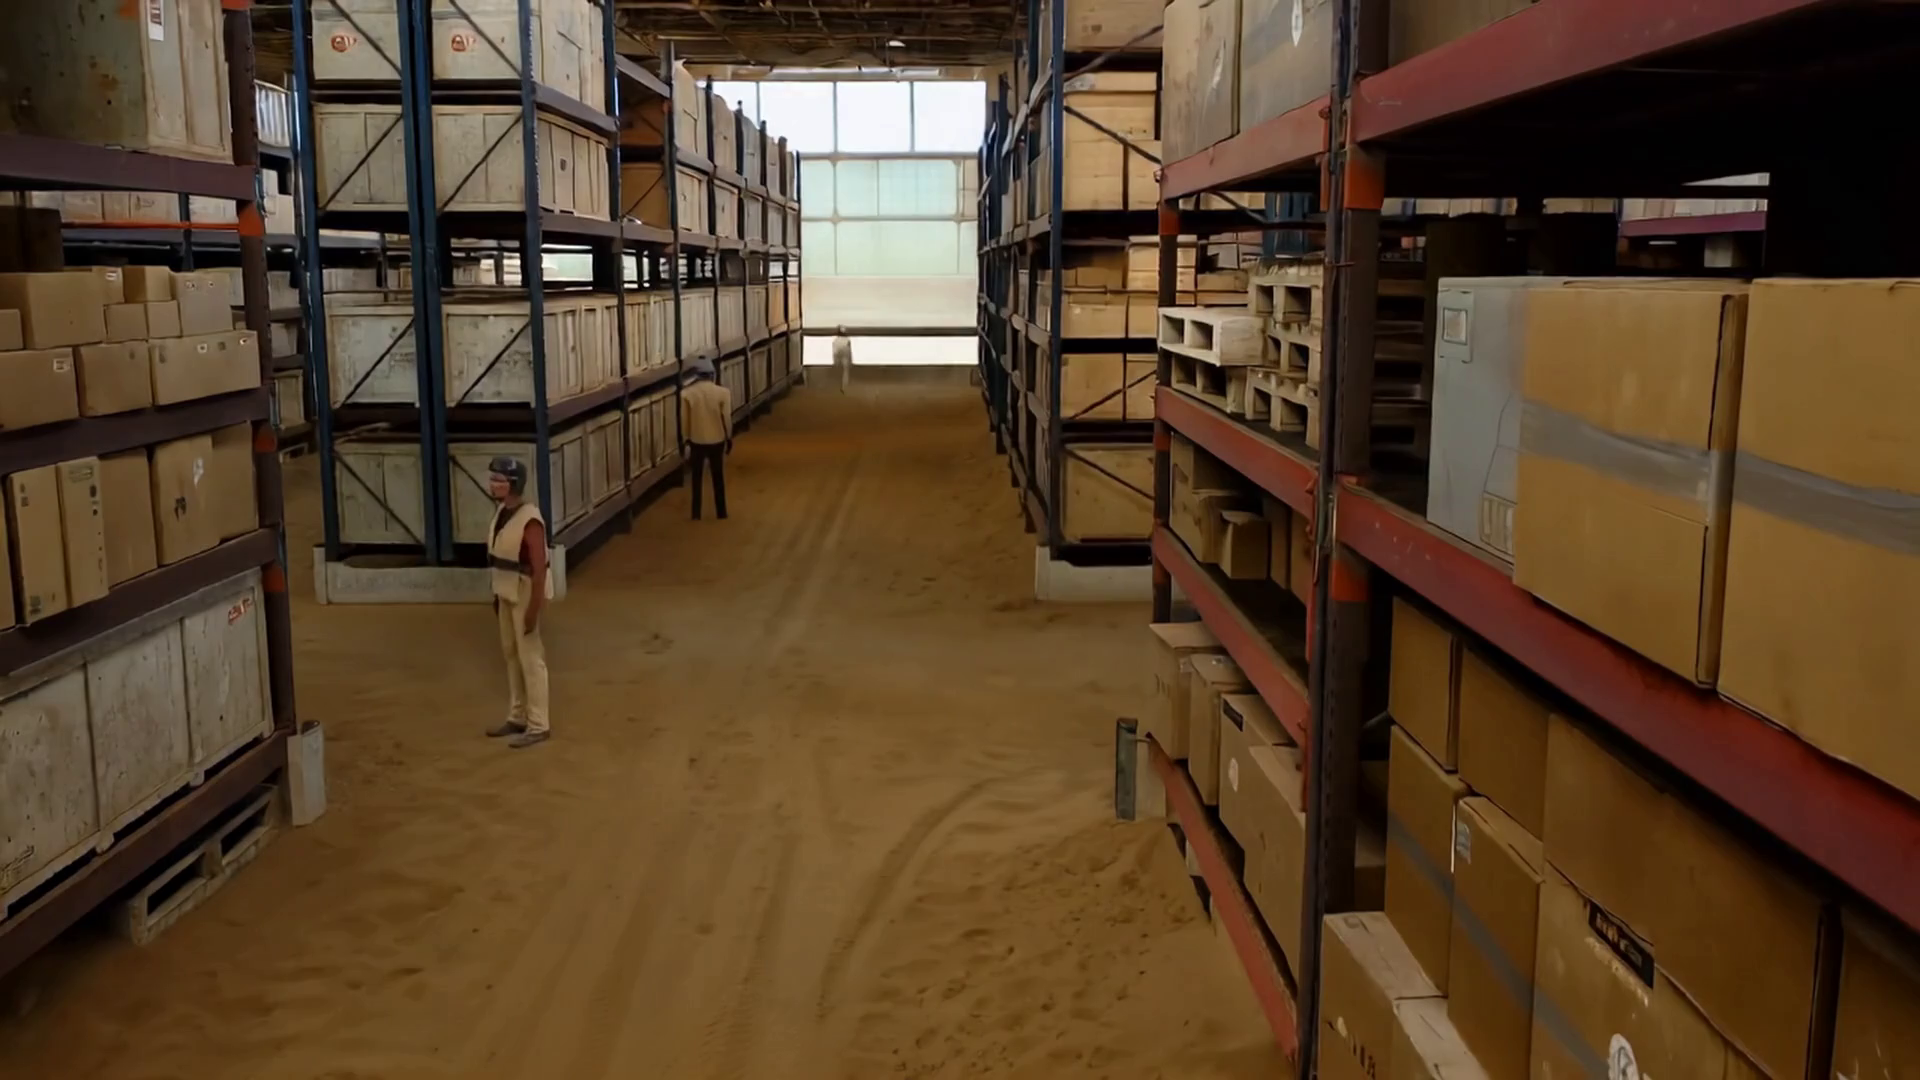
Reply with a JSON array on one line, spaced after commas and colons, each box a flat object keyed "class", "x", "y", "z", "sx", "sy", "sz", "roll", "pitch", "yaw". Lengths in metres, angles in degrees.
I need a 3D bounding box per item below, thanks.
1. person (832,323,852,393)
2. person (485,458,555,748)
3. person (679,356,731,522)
[{"class": "person", "x": -2.874, "y": -4.441, "z": 40.601, "sx": 0.493, "sy": 1.727, "sz": 0.636, "roll": -1, "pitch": 9, "yaw": -4}, {"class": "person", "x": -2.808, "y": 0.390, "z": 10.625, "sx": 0.389, "sy": 1.847, "sz": 0.563, "roll": -7, "pitch": 12, "yaw": -37}, {"class": "person", "x": -3.048, "y": -1.206, "z": 19.959, "sx": 0.608, "sy": 1.995, "sz": 0.378, "roll": -1, "pitch": 9, "yaw": -8}]
